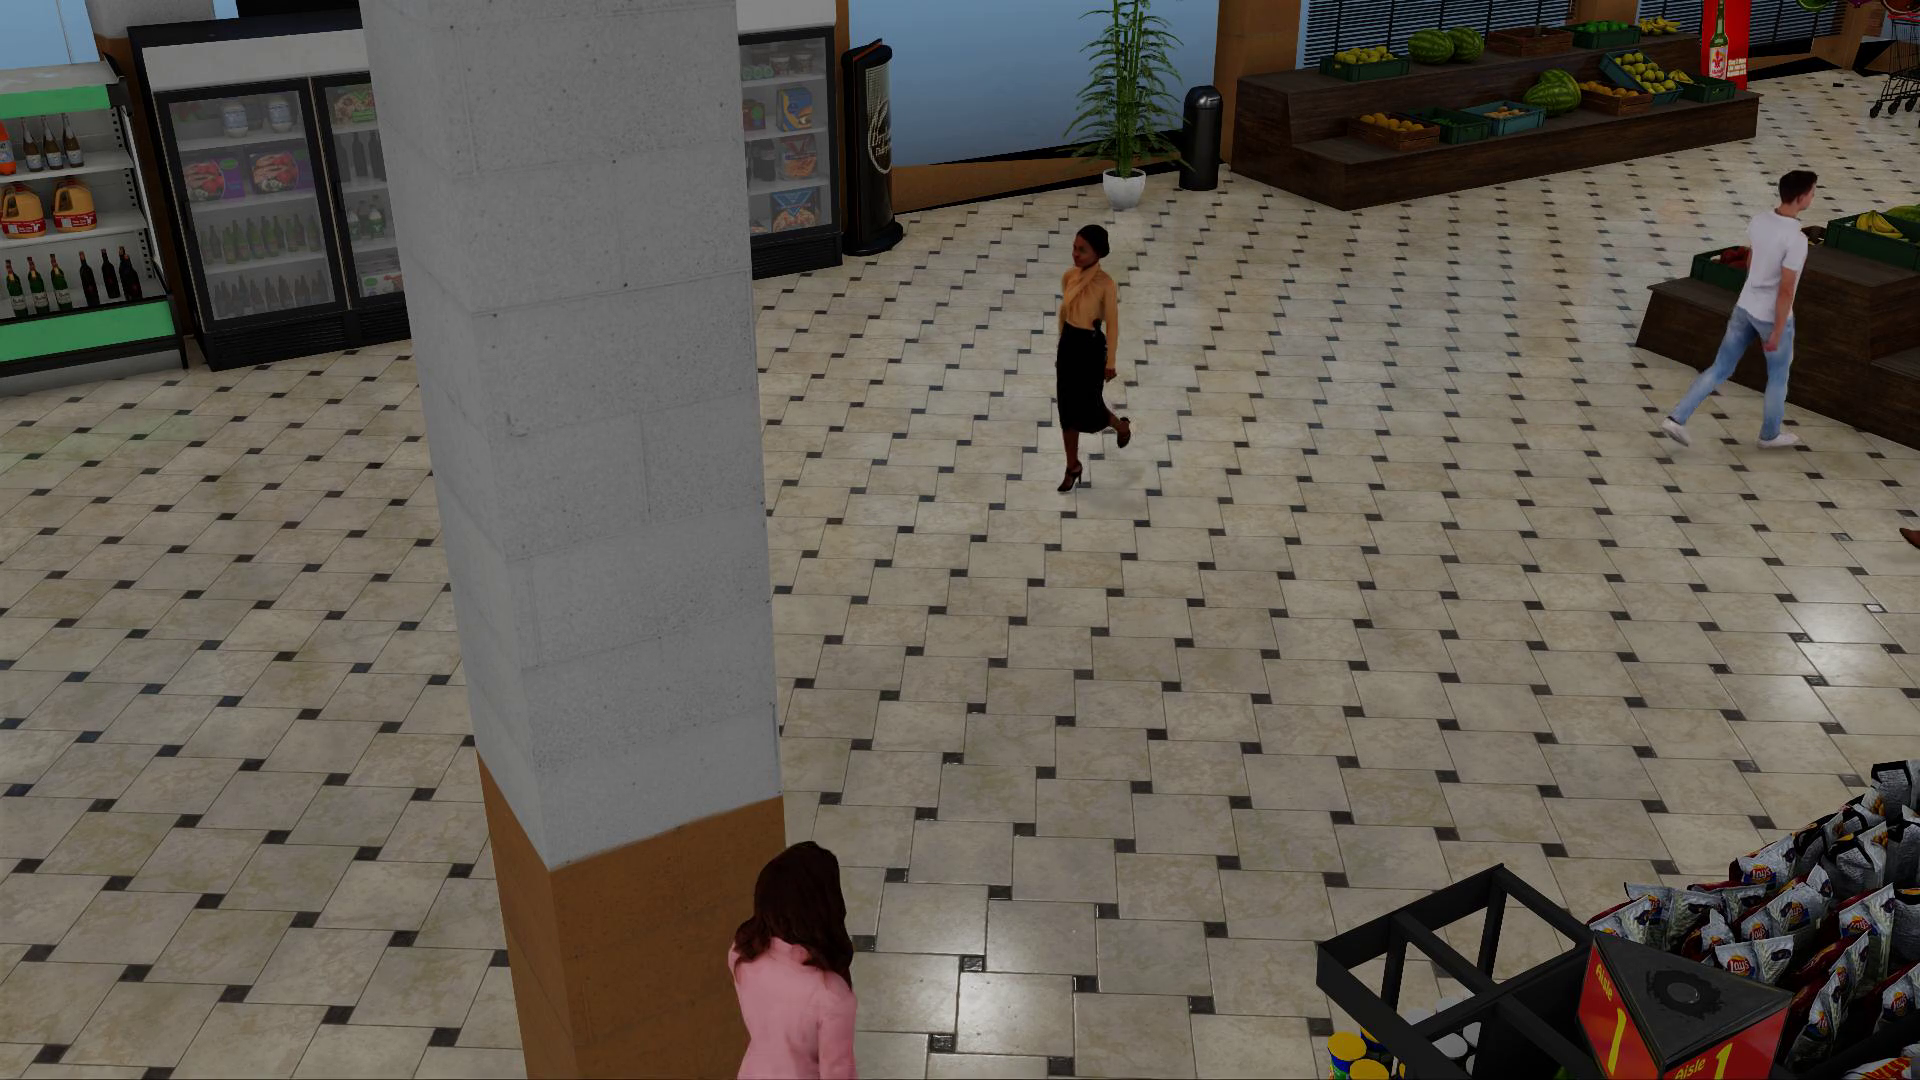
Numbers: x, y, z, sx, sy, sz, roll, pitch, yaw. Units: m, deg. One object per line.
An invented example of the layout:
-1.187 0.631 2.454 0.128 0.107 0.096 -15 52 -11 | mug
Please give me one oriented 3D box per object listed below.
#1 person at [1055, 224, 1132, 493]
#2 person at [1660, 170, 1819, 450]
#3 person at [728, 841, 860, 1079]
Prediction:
0.798 -1.087 10.003 0.900 1.637 0.699 -24 35 -39 | person
4.922 -1.384 10.387 1.234 1.819 0.793 -9 28 -17 | person
-0.481 1.628 4.484 0.809 1.786 0.897 15 31 28 | person
